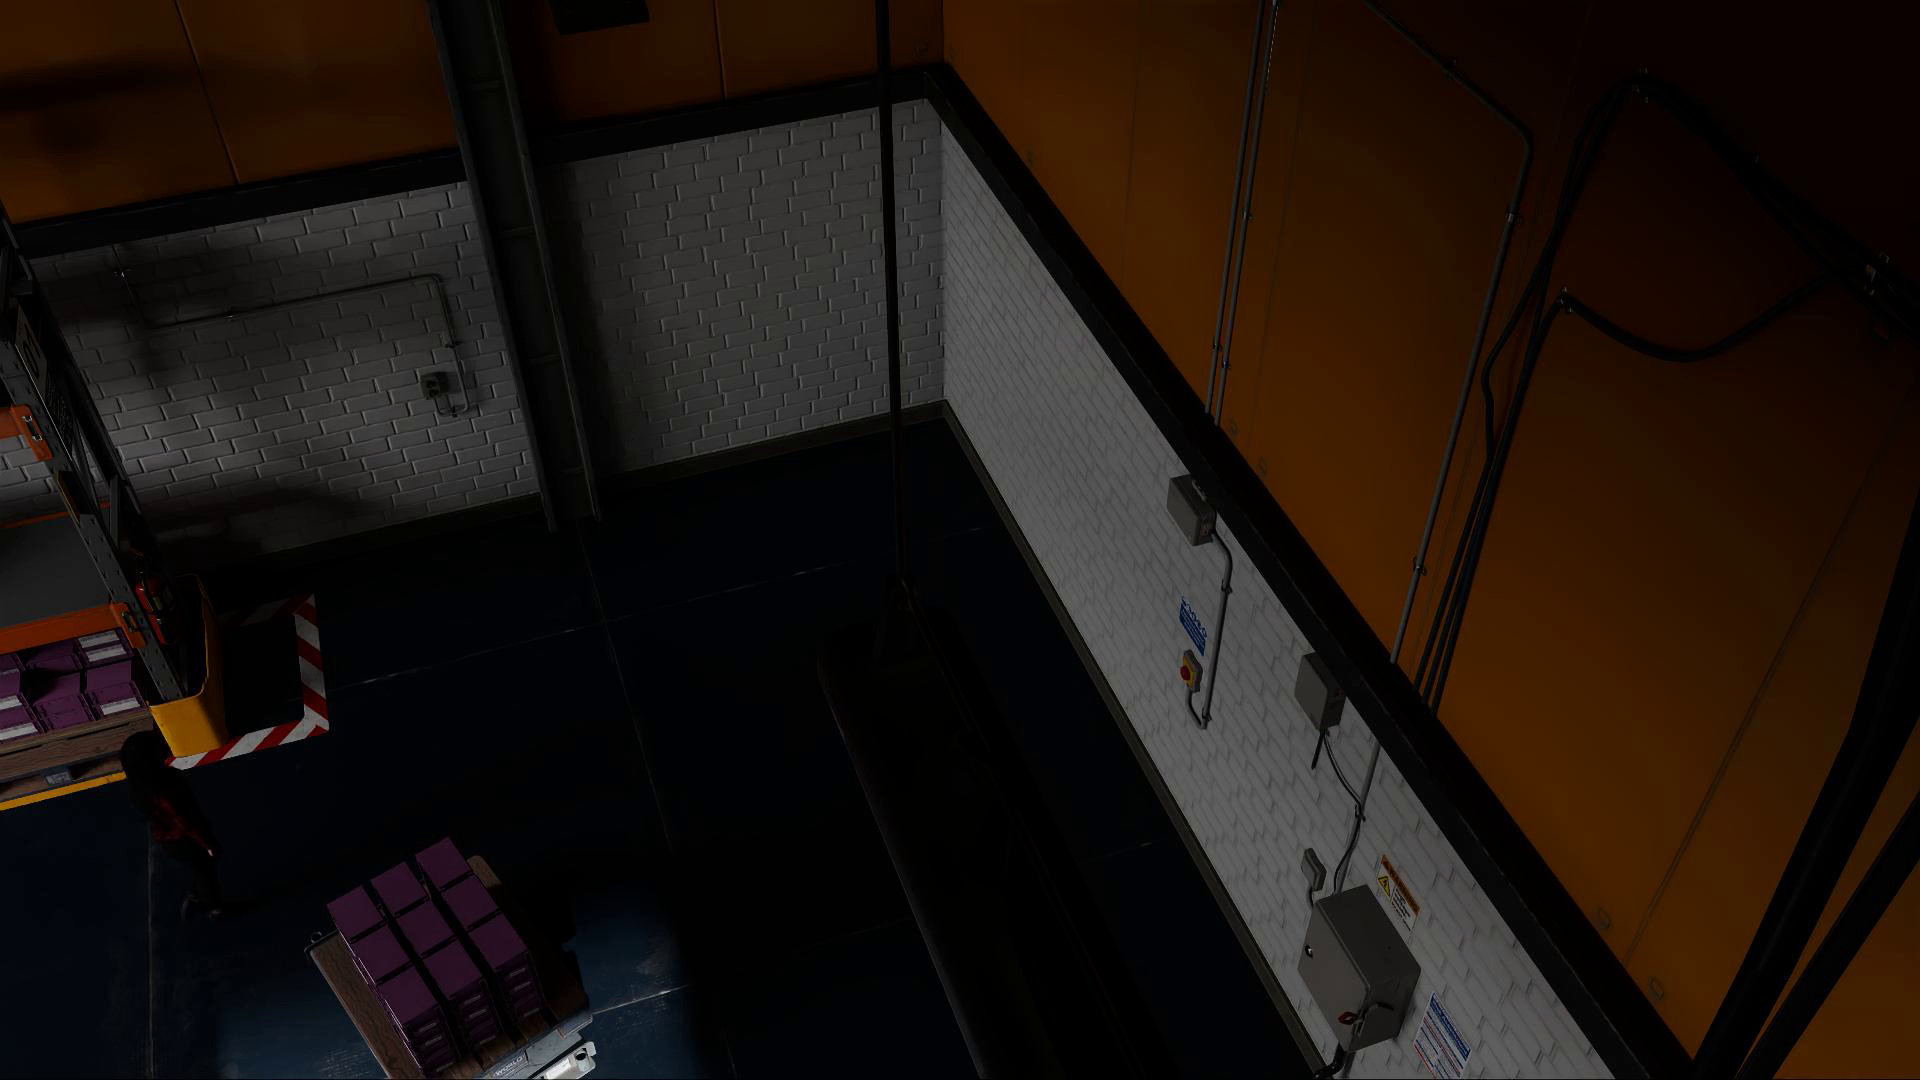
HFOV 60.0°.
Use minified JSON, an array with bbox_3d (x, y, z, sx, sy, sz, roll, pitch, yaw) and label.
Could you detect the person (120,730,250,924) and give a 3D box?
[{"bbox_3d":[-4.382,1.665,9.205,0.710,1.649,0.692,-33,53,-30],"label":"person"}]
